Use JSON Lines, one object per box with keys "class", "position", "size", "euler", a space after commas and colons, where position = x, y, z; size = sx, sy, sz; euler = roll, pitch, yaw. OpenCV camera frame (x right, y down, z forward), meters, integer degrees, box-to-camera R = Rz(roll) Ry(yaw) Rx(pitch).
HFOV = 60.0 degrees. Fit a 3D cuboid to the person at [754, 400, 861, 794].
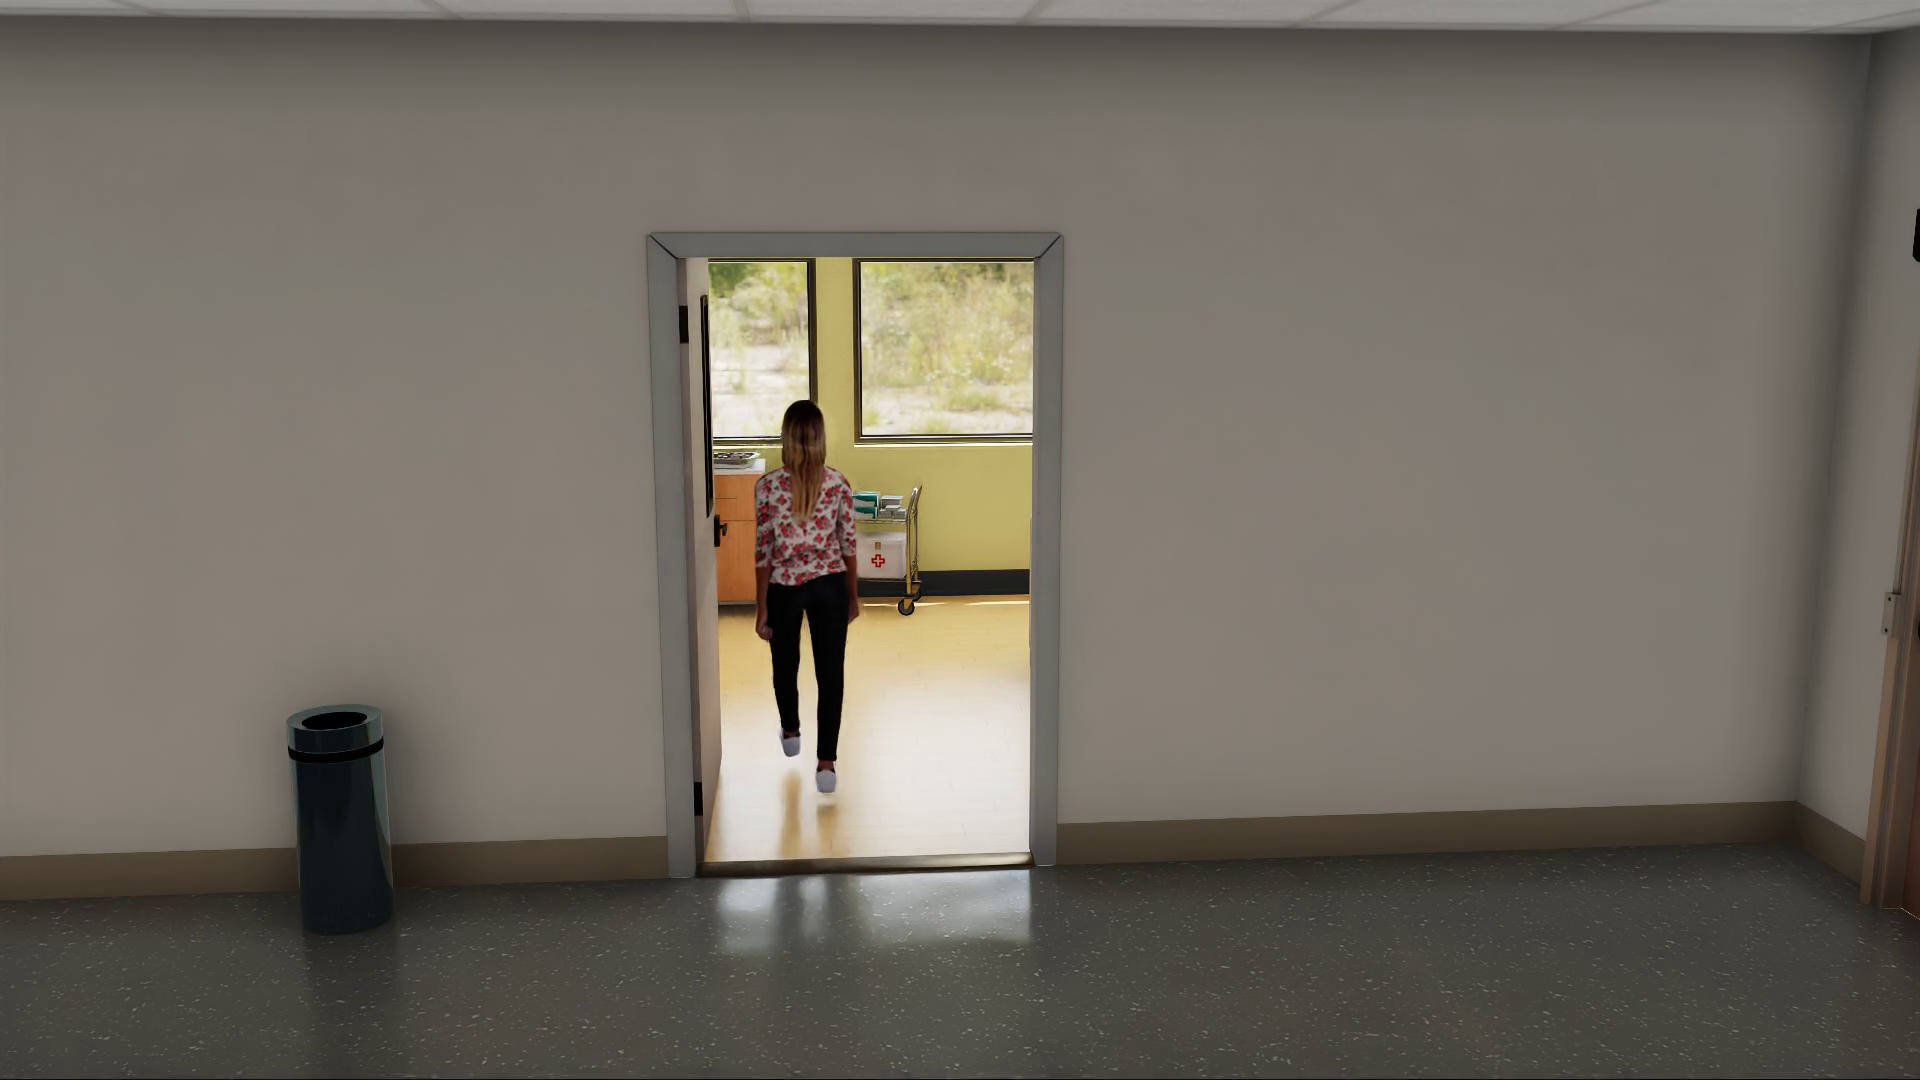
{"class": "person", "position": [-0.617, 0.268, 6.834], "size": [1.054, 1.587, 0.711], "euler": [-2, 11, -9]}
